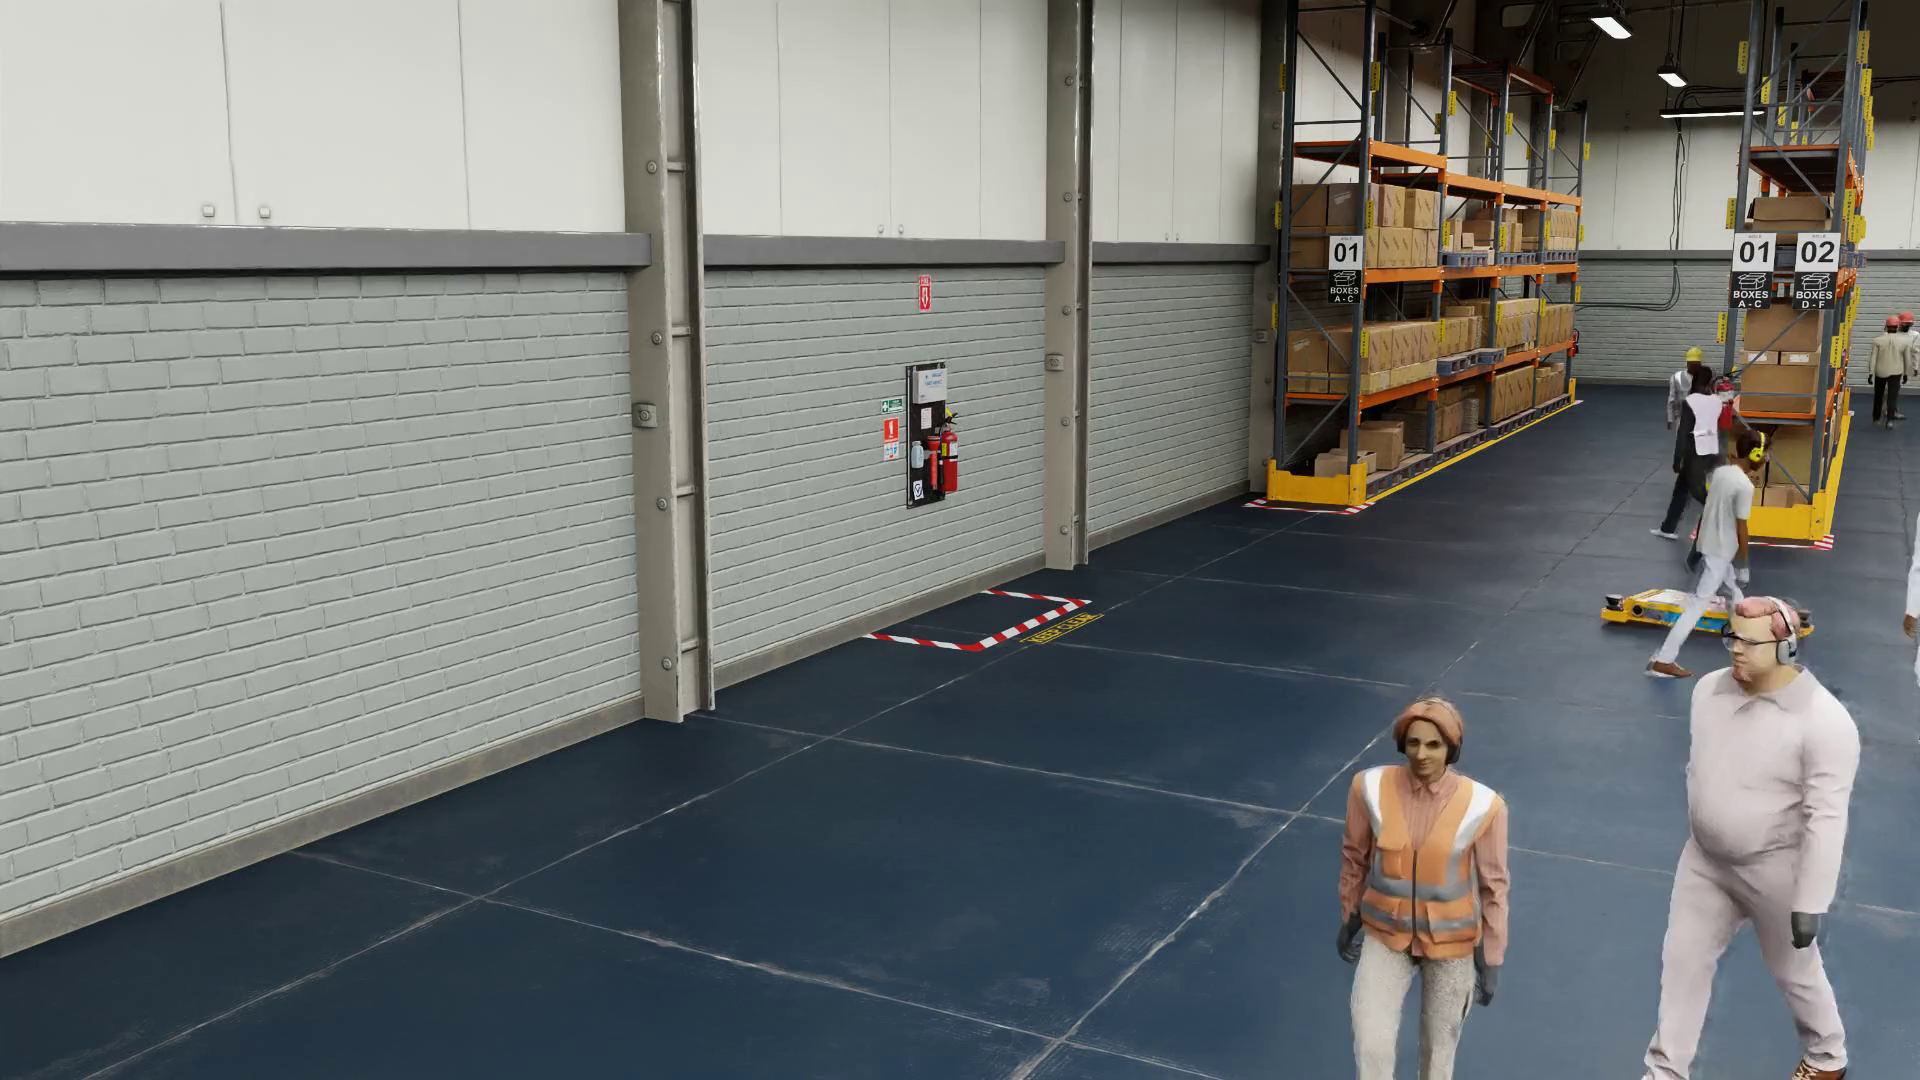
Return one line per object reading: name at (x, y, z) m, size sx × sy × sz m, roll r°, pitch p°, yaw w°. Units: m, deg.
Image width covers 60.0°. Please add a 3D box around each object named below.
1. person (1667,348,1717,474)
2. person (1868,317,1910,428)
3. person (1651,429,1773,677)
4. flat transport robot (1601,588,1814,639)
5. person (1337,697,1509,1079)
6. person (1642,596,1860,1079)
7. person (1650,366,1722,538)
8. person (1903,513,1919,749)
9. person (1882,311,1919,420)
person at (9.699, -1.654, 22.046) m, size 0.602 × 1.795 × 0.894 m, roll 4°, pitch 10°, yaw 21°
person at (16.274, -2.935, 29.130) m, size 0.645 × 1.944 × 1.039 m, roll 5°, pitch 11°, yaw 25°
person at (5.412, 0.106, 11.745) m, size 1.010 × 1.793 × 0.594 m, roll 1°, pitch 10°, yaw 6°
flat transport robot at (5.986, 0.593, 13.343) m, size 1.431 × 0.197 × 0.652 m, roll 9°, pitch 14°, yaw 44°
person at (1.426, 1.302, 5.220) m, size 0.546 × 1.612 × 0.649 m, roll 5°, pitch 11°, yaw 25°
person at (2.752, 1.102, 5.725) m, size 0.977 × 1.865 × 0.659 m, roll -5°, pitch 11°, yaw -26°
person at (7.779, -0.894, 17.438) m, size 0.626 × 1.859 × 0.950 m, roll -7°, pitch 12°, yaw -37°
person at (5.819, 0.426, 9.642) m, size 0.593 × 1.869 × 0.448 m, roll 7°, pitch 12°, yaw 34°
person at (17.314, -3.233, 30.720) m, size 0.612 × 1.998 × 0.928 m, roll 0°, pitch 10°, yaw 3°
